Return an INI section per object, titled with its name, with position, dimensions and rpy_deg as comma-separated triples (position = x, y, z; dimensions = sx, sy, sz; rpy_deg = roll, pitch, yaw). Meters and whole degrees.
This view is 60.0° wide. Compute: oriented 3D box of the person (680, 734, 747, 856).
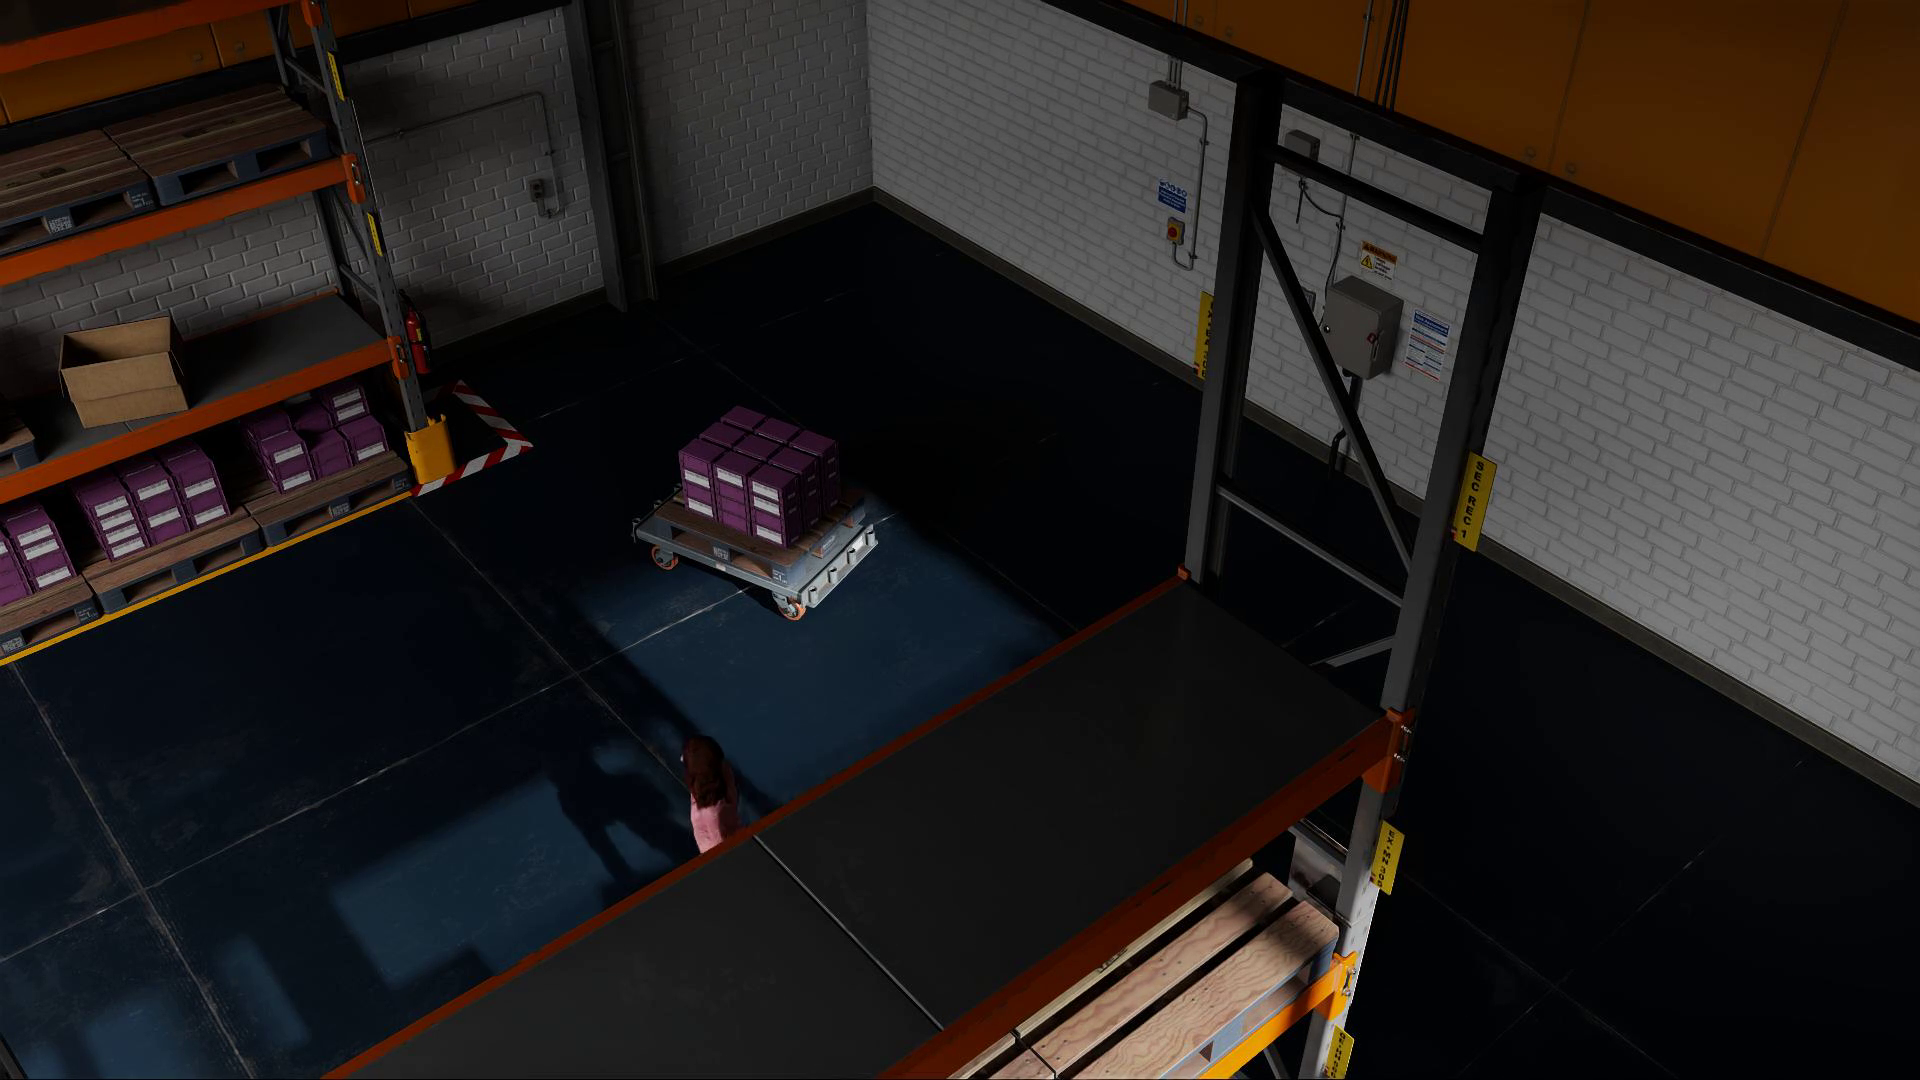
[person]
position = -1.216, 1.753, 9.219
dimensions = 1.156, 1.763, 1.056
rpy_deg = 0, 39, 0
